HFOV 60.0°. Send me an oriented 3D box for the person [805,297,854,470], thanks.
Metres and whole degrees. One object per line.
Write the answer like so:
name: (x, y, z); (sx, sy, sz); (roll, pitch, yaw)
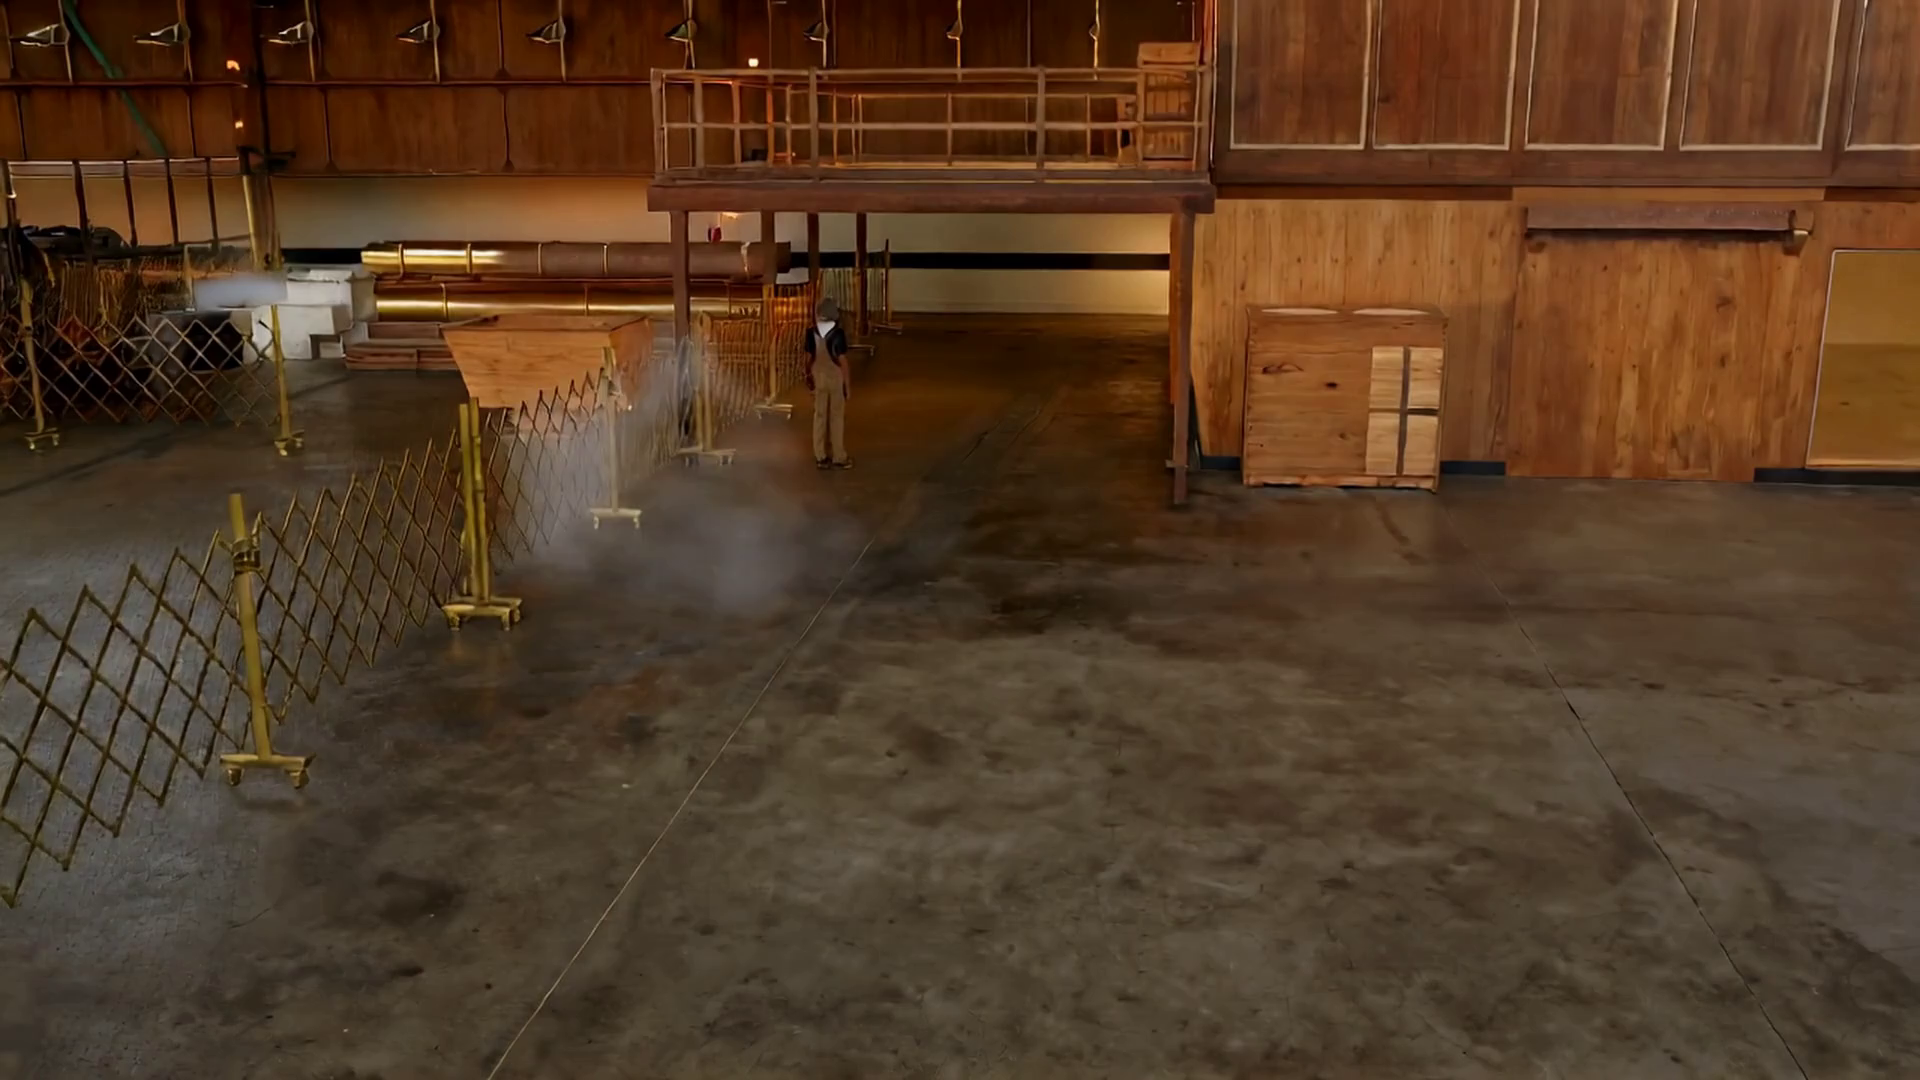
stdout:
person: (-1.403, -1.674, 17.788); (0.507, 1.847, 0.343); (7, 15, 26)
